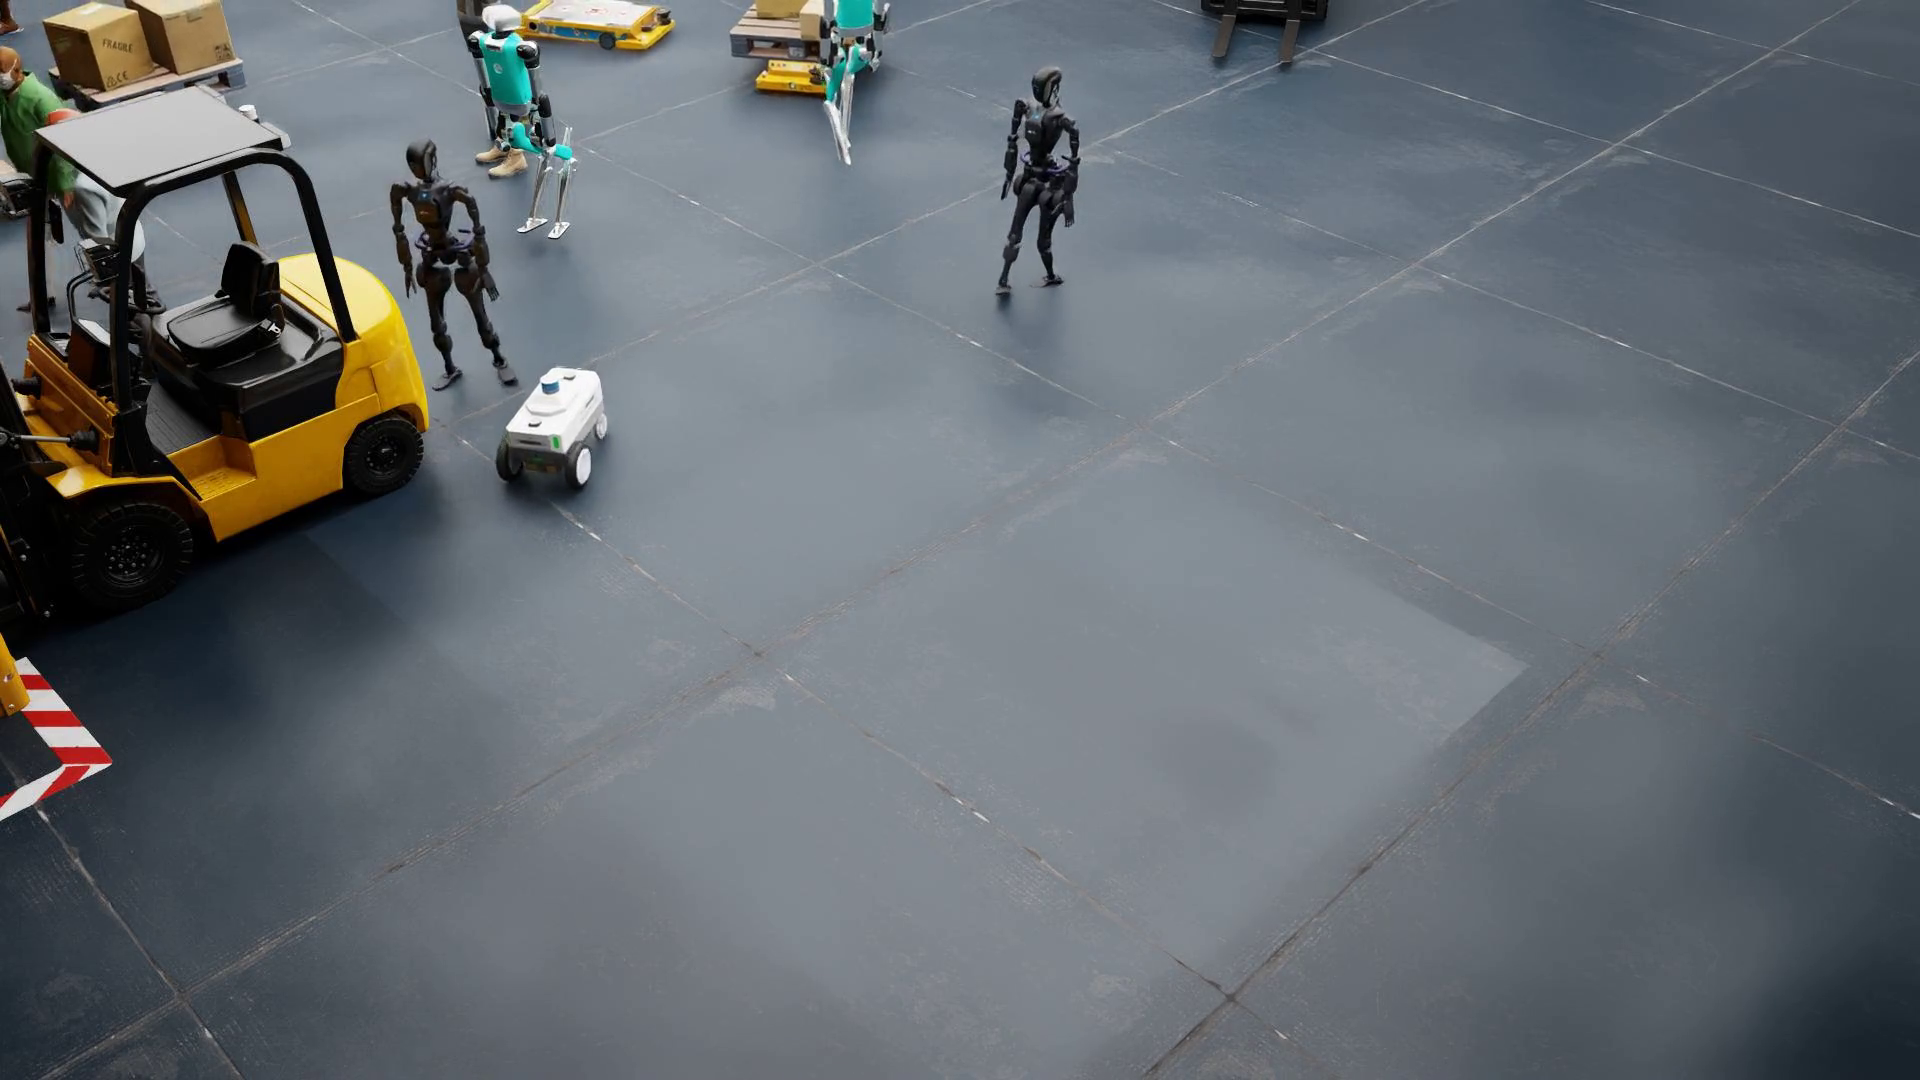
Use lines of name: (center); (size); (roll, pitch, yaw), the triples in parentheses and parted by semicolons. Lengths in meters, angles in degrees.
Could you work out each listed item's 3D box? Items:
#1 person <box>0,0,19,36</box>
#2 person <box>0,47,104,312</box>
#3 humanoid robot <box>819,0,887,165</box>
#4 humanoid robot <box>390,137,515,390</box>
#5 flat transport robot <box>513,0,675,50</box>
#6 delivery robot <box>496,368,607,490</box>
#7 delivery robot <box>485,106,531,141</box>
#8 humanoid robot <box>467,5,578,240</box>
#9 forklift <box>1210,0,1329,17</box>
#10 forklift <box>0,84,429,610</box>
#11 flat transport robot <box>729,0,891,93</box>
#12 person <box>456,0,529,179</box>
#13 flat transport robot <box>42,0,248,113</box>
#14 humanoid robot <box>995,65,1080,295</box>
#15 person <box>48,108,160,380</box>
person: (-8.951, -5.456, 14.988); (0.518, 1.837, 0.536); (-20, 41, -25)
person: (-6.021, -2.312, 10.843); (0.560, 1.754, 0.767); (10, 38, 13)
humanoid robot: (-0.905, -3.810, 12.886); (0.536, 1.779, 0.837); (-16, 40, -20)
humanoid robot: (-3.091, -1.677, 10.059); (0.589, 1.640, 0.382); (2, 37, 2)
flat transport robot: (-3.436, -4.800, 15.422); (1.431, 0.231, 0.659); (9, 38, 12)
delivery robot: (-2.348, -0.678, 9.660); (0.499, 0.589, 0.784); (7, 37, 9)
delivery robot: (-3.667, -3.628, 13.625); (0.499, 0.608, 0.790); (-12, 38, -16)
humanoid robot: (-2.947, -2.951, 11.609); (0.533, 1.677, 0.735); (15, 39, 19)
forklift: (3.106, -6.400, 15.960); (1.214, 2.155, 2.313); (8, 37, 10)
forklift: (-4.145, -1.093, 8.856); (2.313, 2.155, 1.214); (-31, 47, -34)
flat transport robot: (-1.307, -4.334, 14.798); (0.659, 0.231, 1.431); (7, 37, 9)
person: (-3.595, -3.742, 12.525); (0.375, 2.045, 0.605); (-18, 40, -22)
flat transport robot: (-6.723, -3.653, 13.887); (1.431, 0.231, 0.659); (30, 46, 34)
humanoid robot: (0.511, -2.343, 10.984); (0.600, 1.634, 0.574); (24, 43, 29)
person: (-5.188, -1.802, 10.180); (0.352, 1.740, 0.571); (-4, 37, -6)
